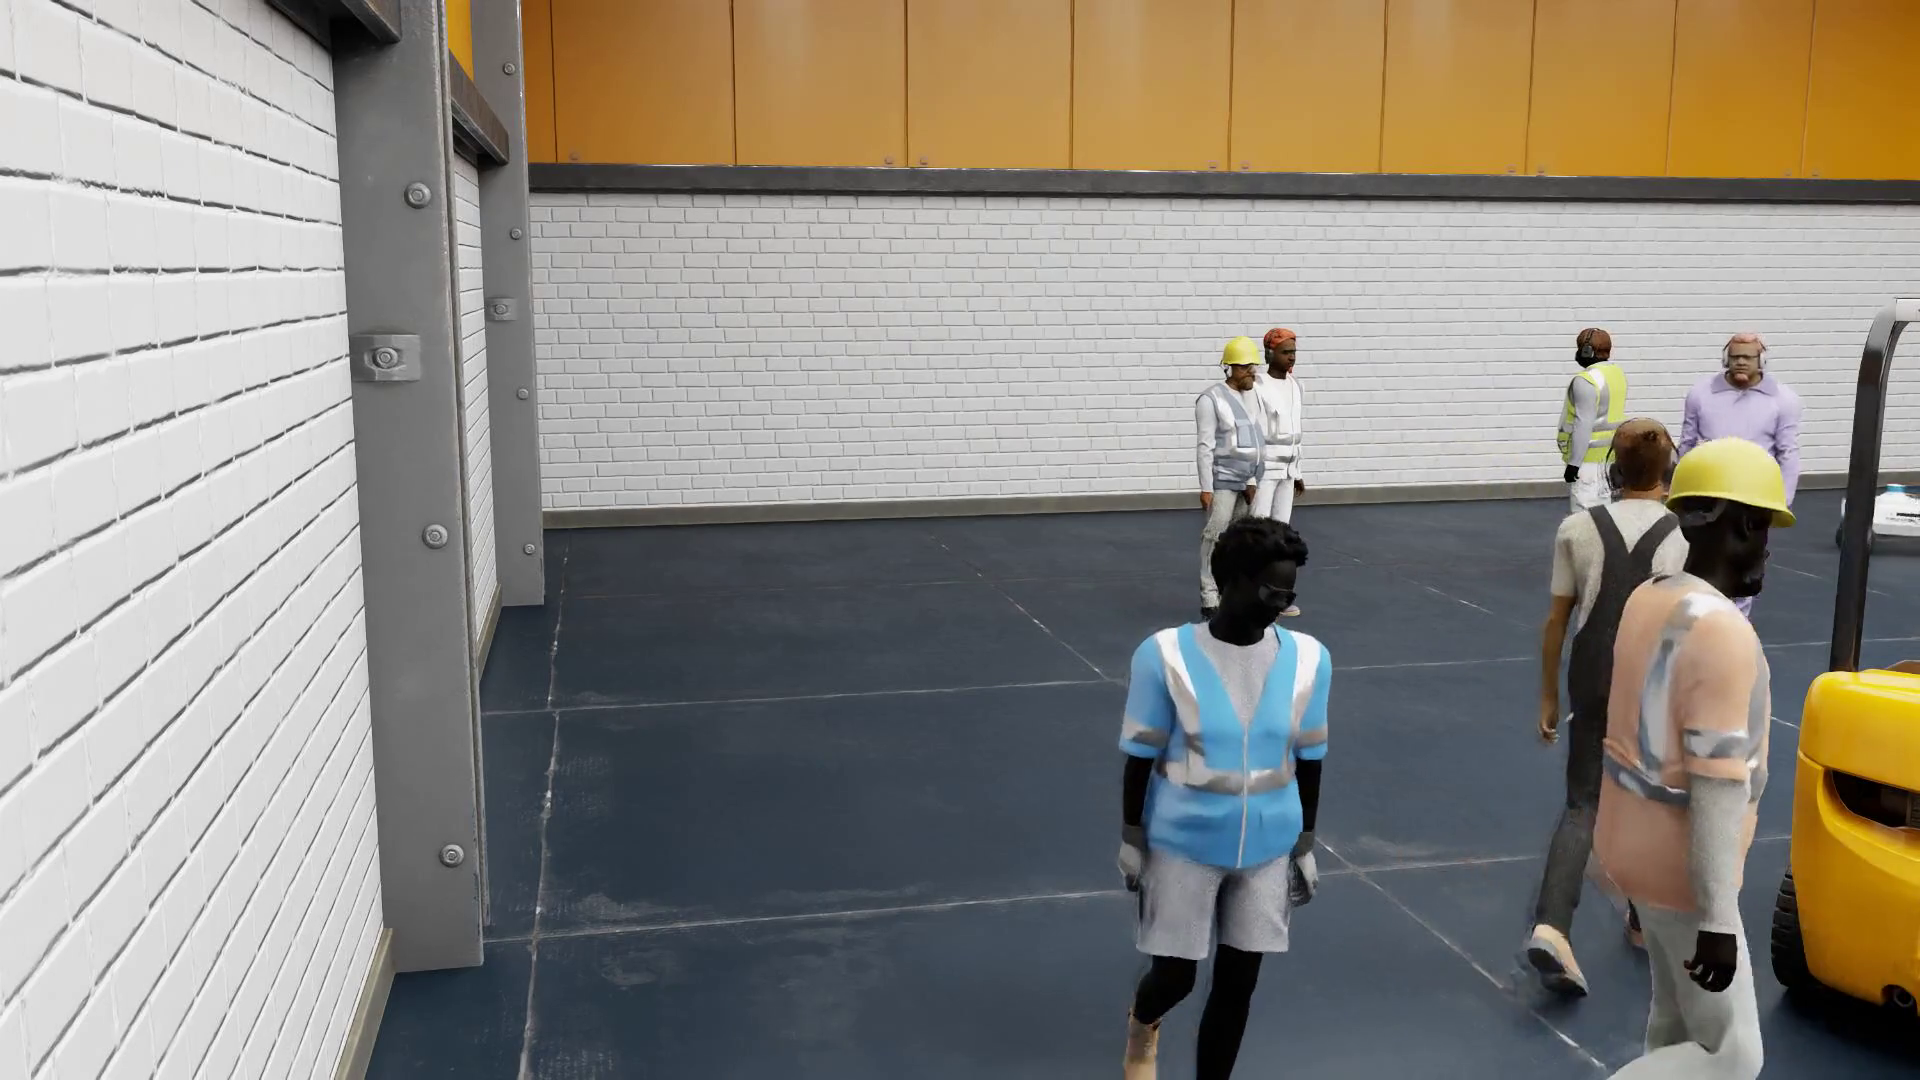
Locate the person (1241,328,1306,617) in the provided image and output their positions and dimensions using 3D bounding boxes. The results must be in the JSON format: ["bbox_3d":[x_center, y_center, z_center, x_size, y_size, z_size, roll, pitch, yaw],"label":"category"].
[{"bbox_3d":[2.011,-0.419,10.704,0.584,1.882,0.337,-8,13,-42],"label":"person"}]

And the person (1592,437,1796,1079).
[{"bbox_3d":[1.569,0.719,3.724,0.553,1.894,0.625,2,9,9],"label":"person"}]

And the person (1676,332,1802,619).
[{"bbox_3d":[4.536,-0.269,9.777,0.681,1.880,0.757,6,11,31],"label":"person"}]

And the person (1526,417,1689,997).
[{"bbox_3d":[2.099,0.523,5.252,0.560,1.805,0.882,6,11,31],"label":"person"}]

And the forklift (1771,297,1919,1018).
[{"bbox_3d":[3.542,0.334,5.177,2.313,2.155,1.214,-9,13,-43],"label":"forklift"}]

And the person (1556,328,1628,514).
[{"bbox_3d":[4.470,-0.583,11.836,0.429,1.841,0.634,9,13,44],"label":"person"}]

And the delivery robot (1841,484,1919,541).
[{"bbox_3d":[7.353,-0.197,13.112,0.707,0.478,0.477,6,11,30],"label":"delivery robot"}]

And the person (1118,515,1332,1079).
[{"bbox_3d":[0.654,0.749,4.207,0.531,1.671,0.434,-1,9,-8],"label":"person"}]

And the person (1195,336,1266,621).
[{"bbox_3d":[1.765,-0.383,10.644,0.591,1.833,0.404,-7,11,-35],"label":"person"}]
